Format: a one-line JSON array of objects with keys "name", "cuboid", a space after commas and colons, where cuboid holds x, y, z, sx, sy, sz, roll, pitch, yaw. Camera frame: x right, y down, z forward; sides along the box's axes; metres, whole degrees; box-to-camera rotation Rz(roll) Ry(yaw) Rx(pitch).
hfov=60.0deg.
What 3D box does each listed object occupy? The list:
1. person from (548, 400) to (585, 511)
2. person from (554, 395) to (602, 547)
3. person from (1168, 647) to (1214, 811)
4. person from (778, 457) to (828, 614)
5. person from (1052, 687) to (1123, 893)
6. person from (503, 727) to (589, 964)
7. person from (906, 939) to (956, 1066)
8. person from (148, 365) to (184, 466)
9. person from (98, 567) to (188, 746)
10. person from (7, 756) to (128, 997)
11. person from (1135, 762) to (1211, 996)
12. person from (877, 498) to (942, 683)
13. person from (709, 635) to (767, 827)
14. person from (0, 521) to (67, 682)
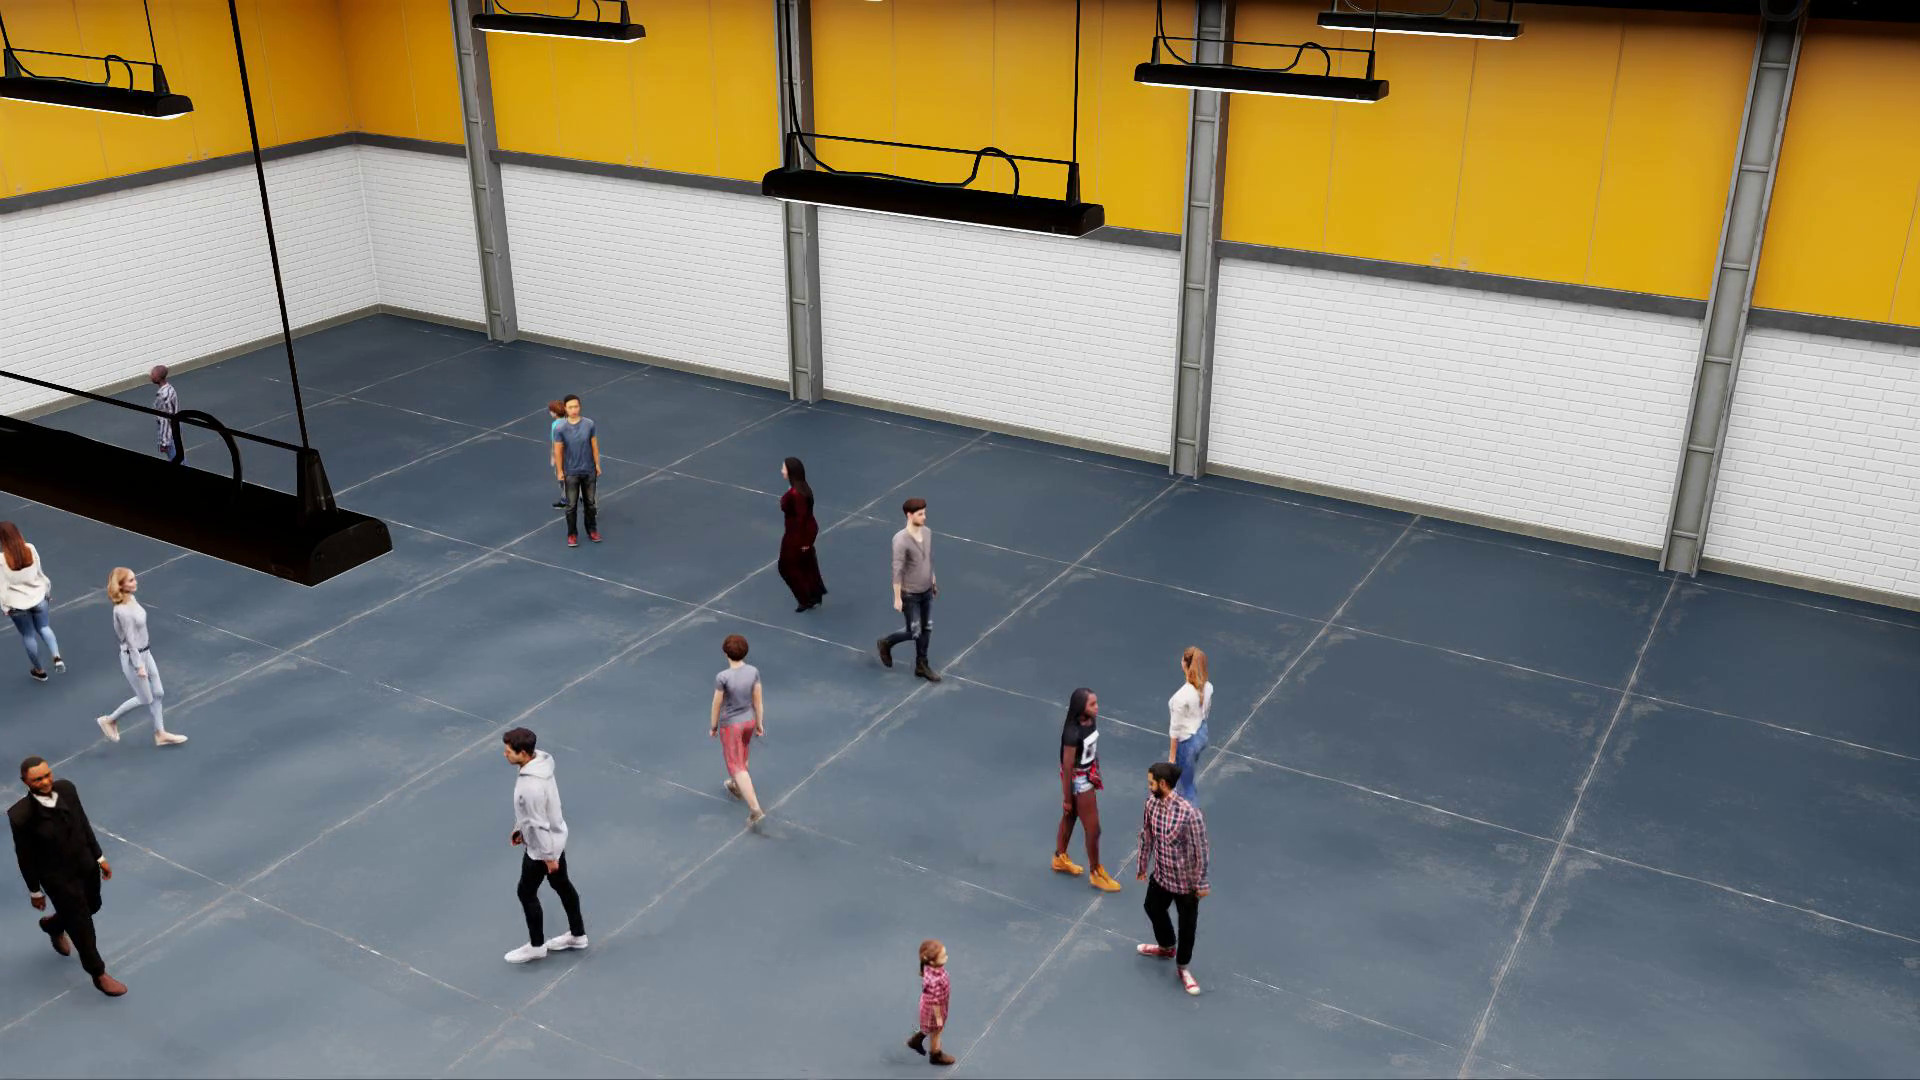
[{"name": "person", "cuboid": [-4.726, -0.986, 20.059, 0.911, 1.433, 0.668, 6, 24, 13]}, {"name": "person", "cuboid": [-4.409, -0.826, 19.225, 0.735, 1.808, 0.733, -12, 26, -25]}, {"name": "person", "cuboid": [1.894, 1.700, 13.571, 0.730, 1.708, 0.695, 16, 28, 32]}, {"name": "person", "cuboid": [-1.585, -0.043, 17.520, 0.923, 1.739, 0.867, -2, 24, -5]}, {"name": "person", "cuboid": [0.848, 1.914, 13.076, 0.890, 1.712, 0.678, 9, 25, 20]}, {"name": "person", "cuboid": [-2.942, 2.201, 12.186, 0.999, 1.900, 0.927, -3, 24, -7]}, {"name": "person", "cuboid": [-0.215, 3.117, 11.197, 0.631, 1.014, 0.546, 1, 24, 1]}, {"name": "person", "cuboid": [-9.619, -1.275, 20.271, 0.788, 1.793, 0.692, -7, 25, -15]}, {"name": "person", "cuboid": [-7.450, 1.089, 14.883, 1.018, 1.777, 0.931, -4, 24, -10]}, {"name": "person", "cuboid": [-6.424, 2.348, 11.877, 1.208, 1.878, 0.765, 11, 26, 23]}, {"name": "person", "cuboid": [1.598, 2.419, 11.912, 0.621, 1.720, 0.909, 13, 27, 27]}, {"name": "person", "cuboid": [-0.500, 0.474, 16.152, 0.970, 1.888, 0.758, 17, 29, 34]}, {"name": "person", "cuboid": [-1.825, 1.604, 13.891, 0.907, 1.627, 1.177, -16, 28, -32]}, {"name": "person", "cuboid": [-8.974, 0.623, 16.071, 0.795, 1.678, 0.678, 18, 29, 35]}]
